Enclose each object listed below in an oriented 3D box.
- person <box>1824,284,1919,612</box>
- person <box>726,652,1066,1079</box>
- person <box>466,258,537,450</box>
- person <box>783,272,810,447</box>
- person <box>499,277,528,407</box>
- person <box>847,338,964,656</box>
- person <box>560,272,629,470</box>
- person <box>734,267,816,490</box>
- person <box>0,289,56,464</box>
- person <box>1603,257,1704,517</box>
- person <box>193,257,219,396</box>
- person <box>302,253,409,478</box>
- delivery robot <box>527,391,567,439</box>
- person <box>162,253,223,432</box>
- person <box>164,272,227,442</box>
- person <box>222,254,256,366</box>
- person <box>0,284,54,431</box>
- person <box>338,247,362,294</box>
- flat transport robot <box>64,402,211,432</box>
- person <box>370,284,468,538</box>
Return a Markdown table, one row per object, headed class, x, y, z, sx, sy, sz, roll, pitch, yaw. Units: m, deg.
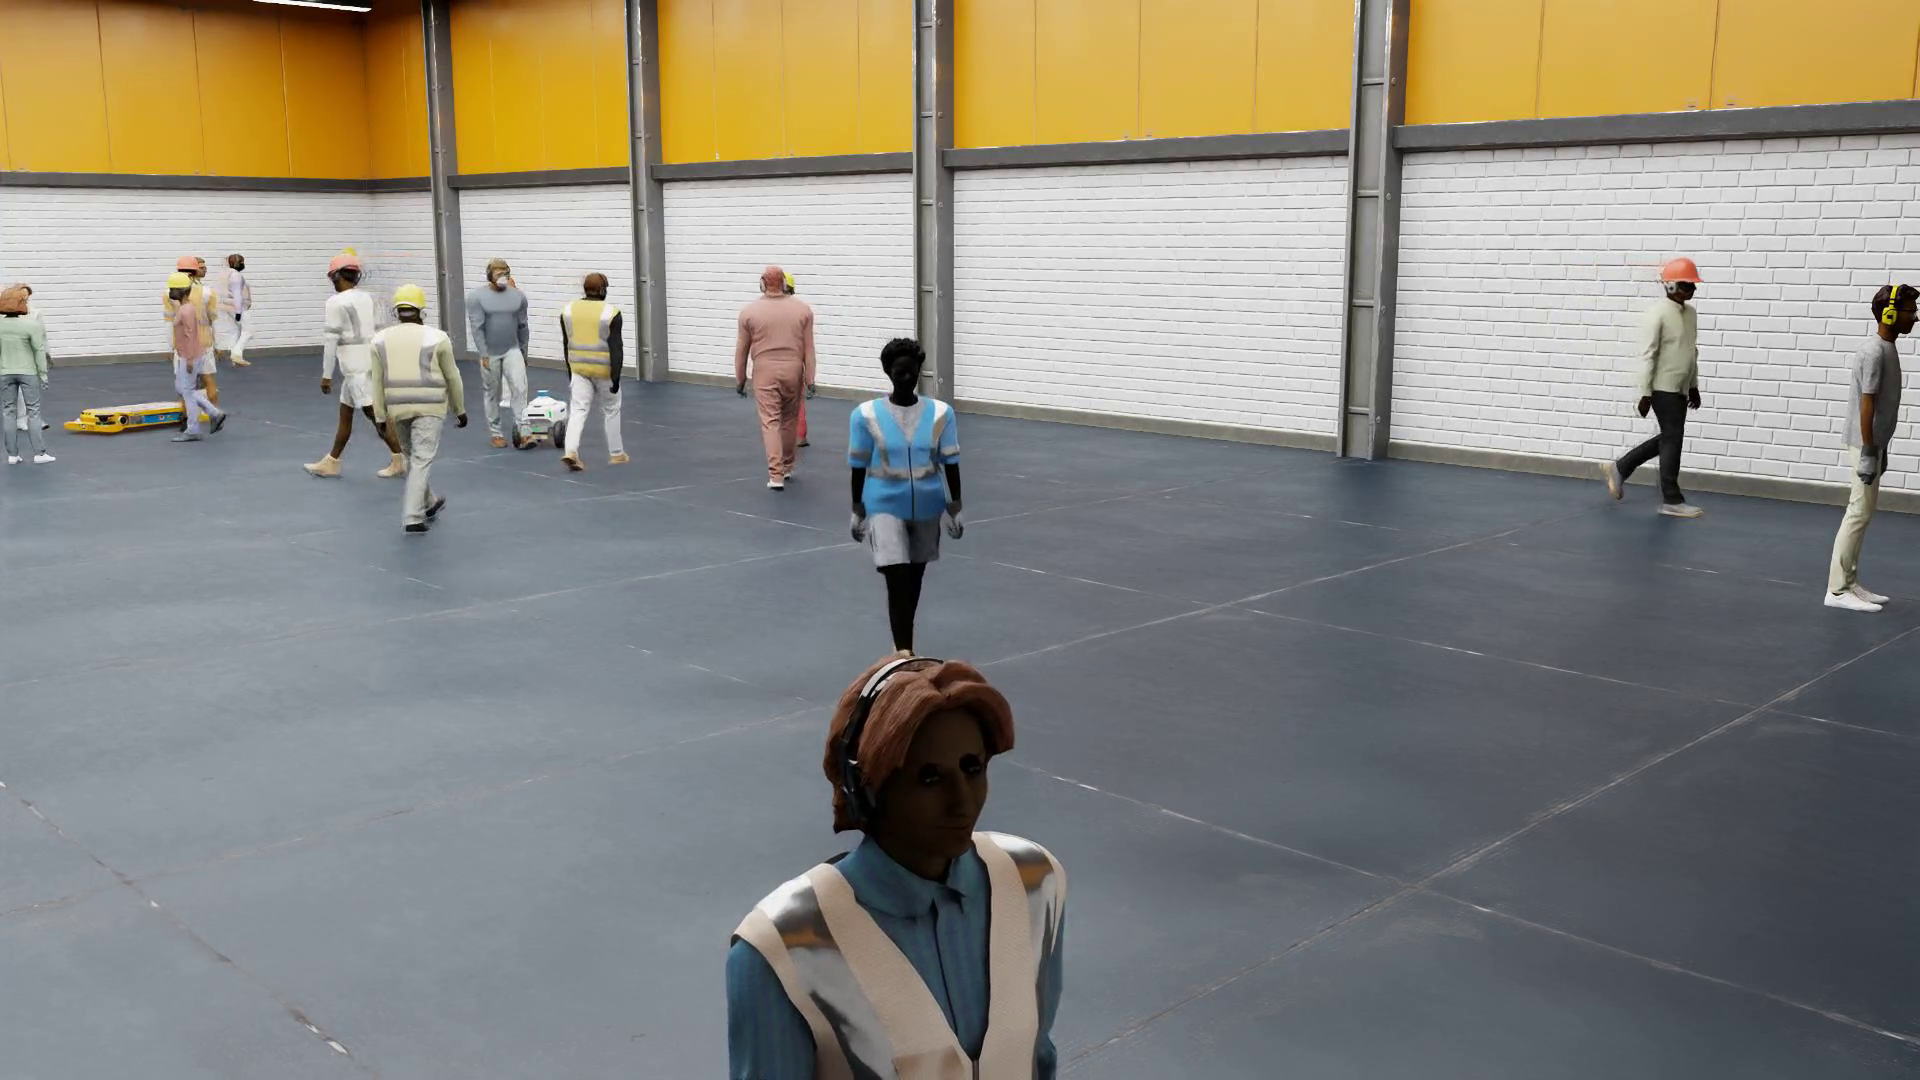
| class | x | y | z | sx | sy | sz | roll | pitch | yaw |
| --- | --- | --- | --- | --- | --- | --- | --- | --- | --- |
| person | 5.210 | -0.520 | 9.488 | 0.321 | 1.862 | 0.509 | 7 | 12 | 33 |
| person | -0.065 | 0.939 | 2.112 | 0.515 | 1.641 | 0.315 | -9 | 13 | -39 |
| person | -4.514 | -1.820 | 16.455 | 0.630 | 1.890 | 0.972 | -6 | 12 | -30 |
| person | -1.758 | -1.815 | 16.790 | 0.530 | 1.767 | 0.328 | 0 | 10 | -2 |
| person | -5.617 | -2.472 | 20.758 | 0.269 | 1.627 | 0.502 | 10 | 14 | 42 |
| person | -0.251 | -0.141 | 7.982 | 0.544 | 1.647 | 0.861 | -3 | 11 | -15 |
| person | -3.366 | -1.544 | 15.218 | 0.631 | 1.809 | 0.912 | 2 | 11 | 12 |
| person | -1.592 | -1.389 | 14.221 | 0.669 | 1.852 | 0.979 | -3 | 11 | -17 |
| person | -8.795 | -1.525 | 15.561 | 0.506 | 1.636 | 0.278 | -1 | 10 | -6 |
| person | 5.375 | -1.181 | 12.787 | 0.628 | 1.974 | 0.796 | -9 | 14 | -41 |
| person | -10.138 | -2.840 | 22.163 | 0.328 | 1.844 | 0.514 | -3 | 11 | -14 |
| person | -5.299 | -1.506 | 14.569 | 1.025 | 1.975 | 0.627 | 1 | 10 | 7 |
| delivery robot | -4.228 | -1.274 | 16.888 | 0.477 | 0.478 | 0.707 | 0 | 10 | -1 |
| person | -8.341 | -2.137 | 18.083 | 0.553 | 1.935 | 0.369 | -6 | 12 | -29 |
| person | -7.971 | -1.895 | 17.241 | 0.460 | 1.754 | 0.539 | -5 | 12 | -25 |
| person | -11.742 | -3.728 | 27.053 | 0.440 | 1.829 | 0.625 | -9 | 14 | -40 |
| person | -10.072 | -1.958 | 17.997 | 0.809 | 1.595 | 0.536 | 5 | 12 | 26 |
| person | -10.862 | -4.249 | 29.663 | 0.581 | 1.919 | 0.391 | 6 | 12 | 28 |
| flat transport robot | -9.101 | -1.379 | 18.490 | 0.652 | 0.197 | 1.431 | 5 | 12 | 26 |
| person | -3.882 | -0.949 | 12.028 | 0.597 | 1.774 | 0.947 | 1 | 10 | 8 |
